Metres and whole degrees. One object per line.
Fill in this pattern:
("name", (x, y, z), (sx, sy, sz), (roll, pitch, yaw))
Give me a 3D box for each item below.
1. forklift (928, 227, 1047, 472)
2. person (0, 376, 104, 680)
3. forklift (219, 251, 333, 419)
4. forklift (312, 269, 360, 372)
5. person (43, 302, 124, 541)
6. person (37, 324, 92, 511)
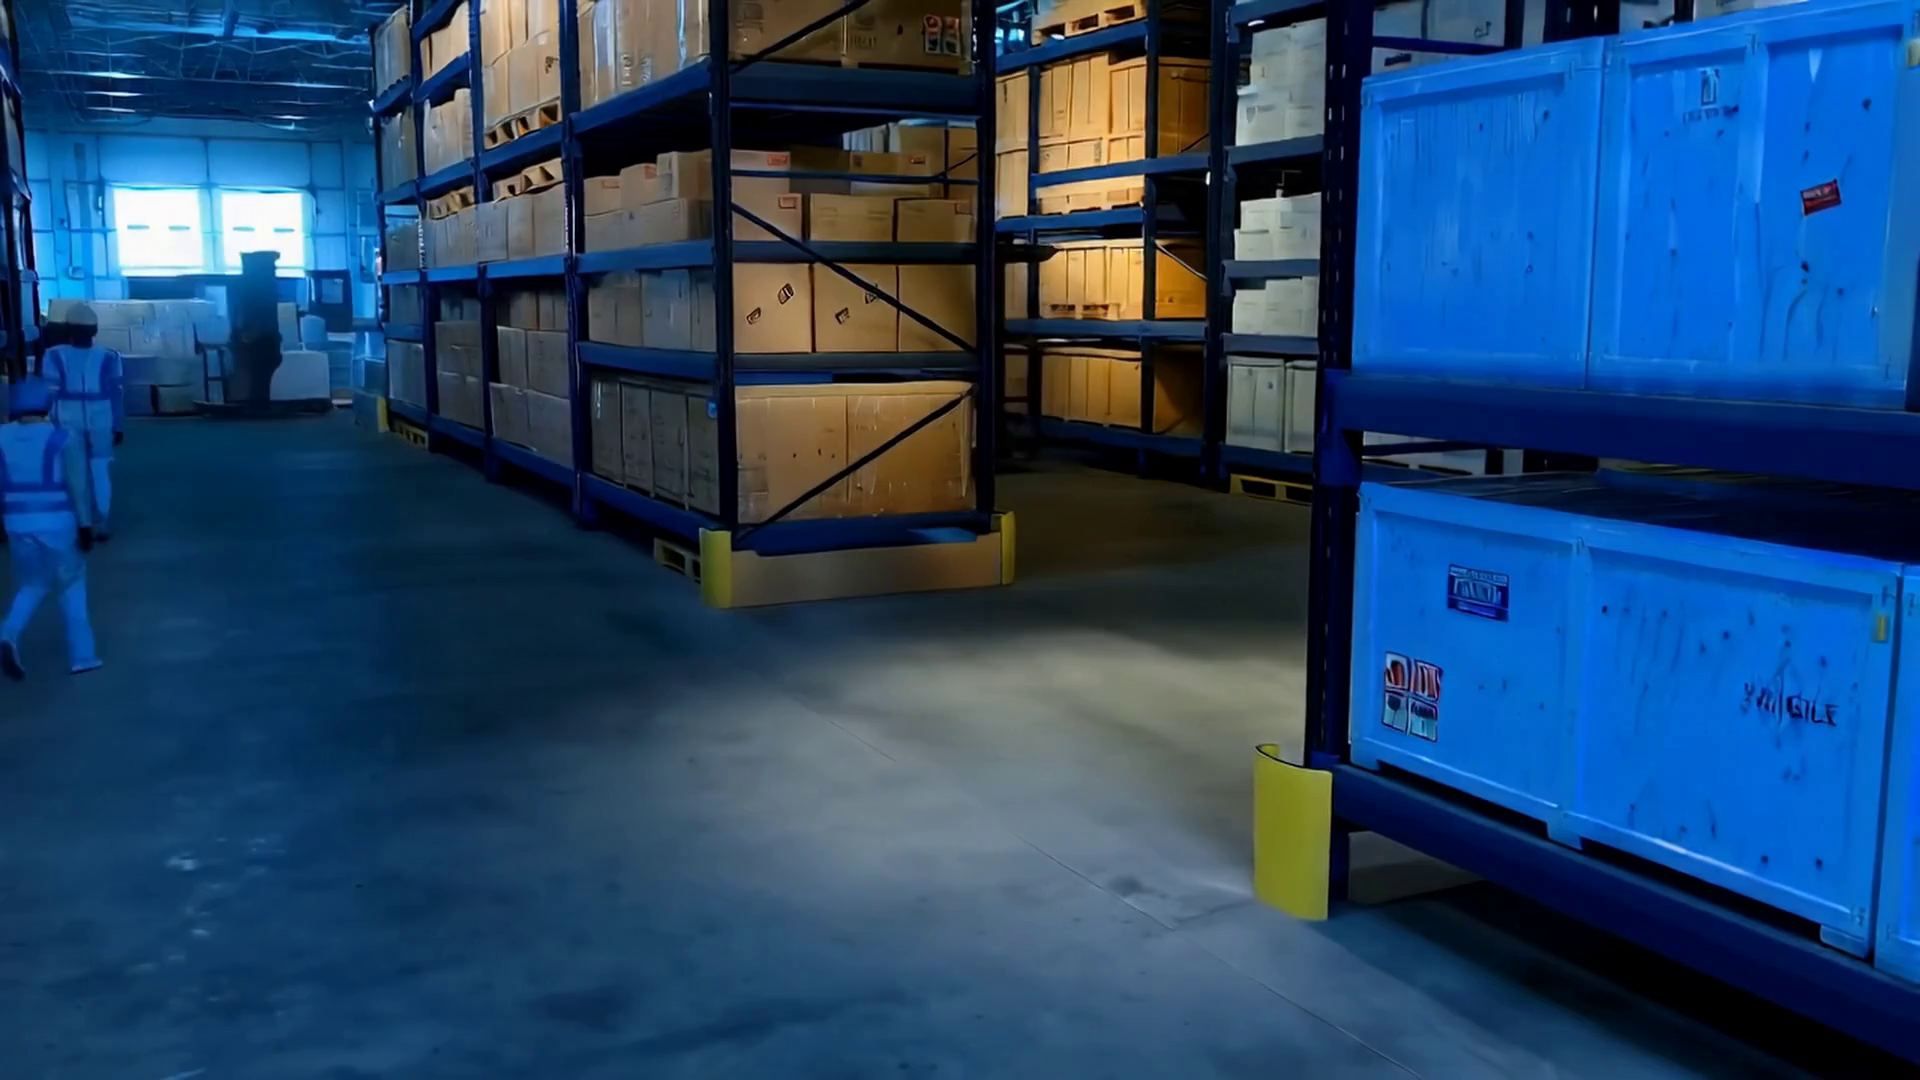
("forklift", (-0.079, -2.181, 19.130), (1.873, 2.768, 1.129), (-4, 9, -26))
("person", (-4.891, -0.054, 8.787), (0.558, 1.616, 0.580), (0, 8, 2))
("forklift", (-11.843, -3.509, 28.288), (1.873, 2.768, 1.129), (-7, 11, -39))
("forklift", (-17.110, -5.997, 45.439), (1.129, 2.768, 1.873), (-4, 9, -26))
("person", (-7.432, -1.022, 14.159), (0.603, 2.007, 1.026), (-4, 9, -25))
("person", (-8.219, -1.070, 15.215), (0.429, 1.801, 0.750), (-4, 9, -27))
